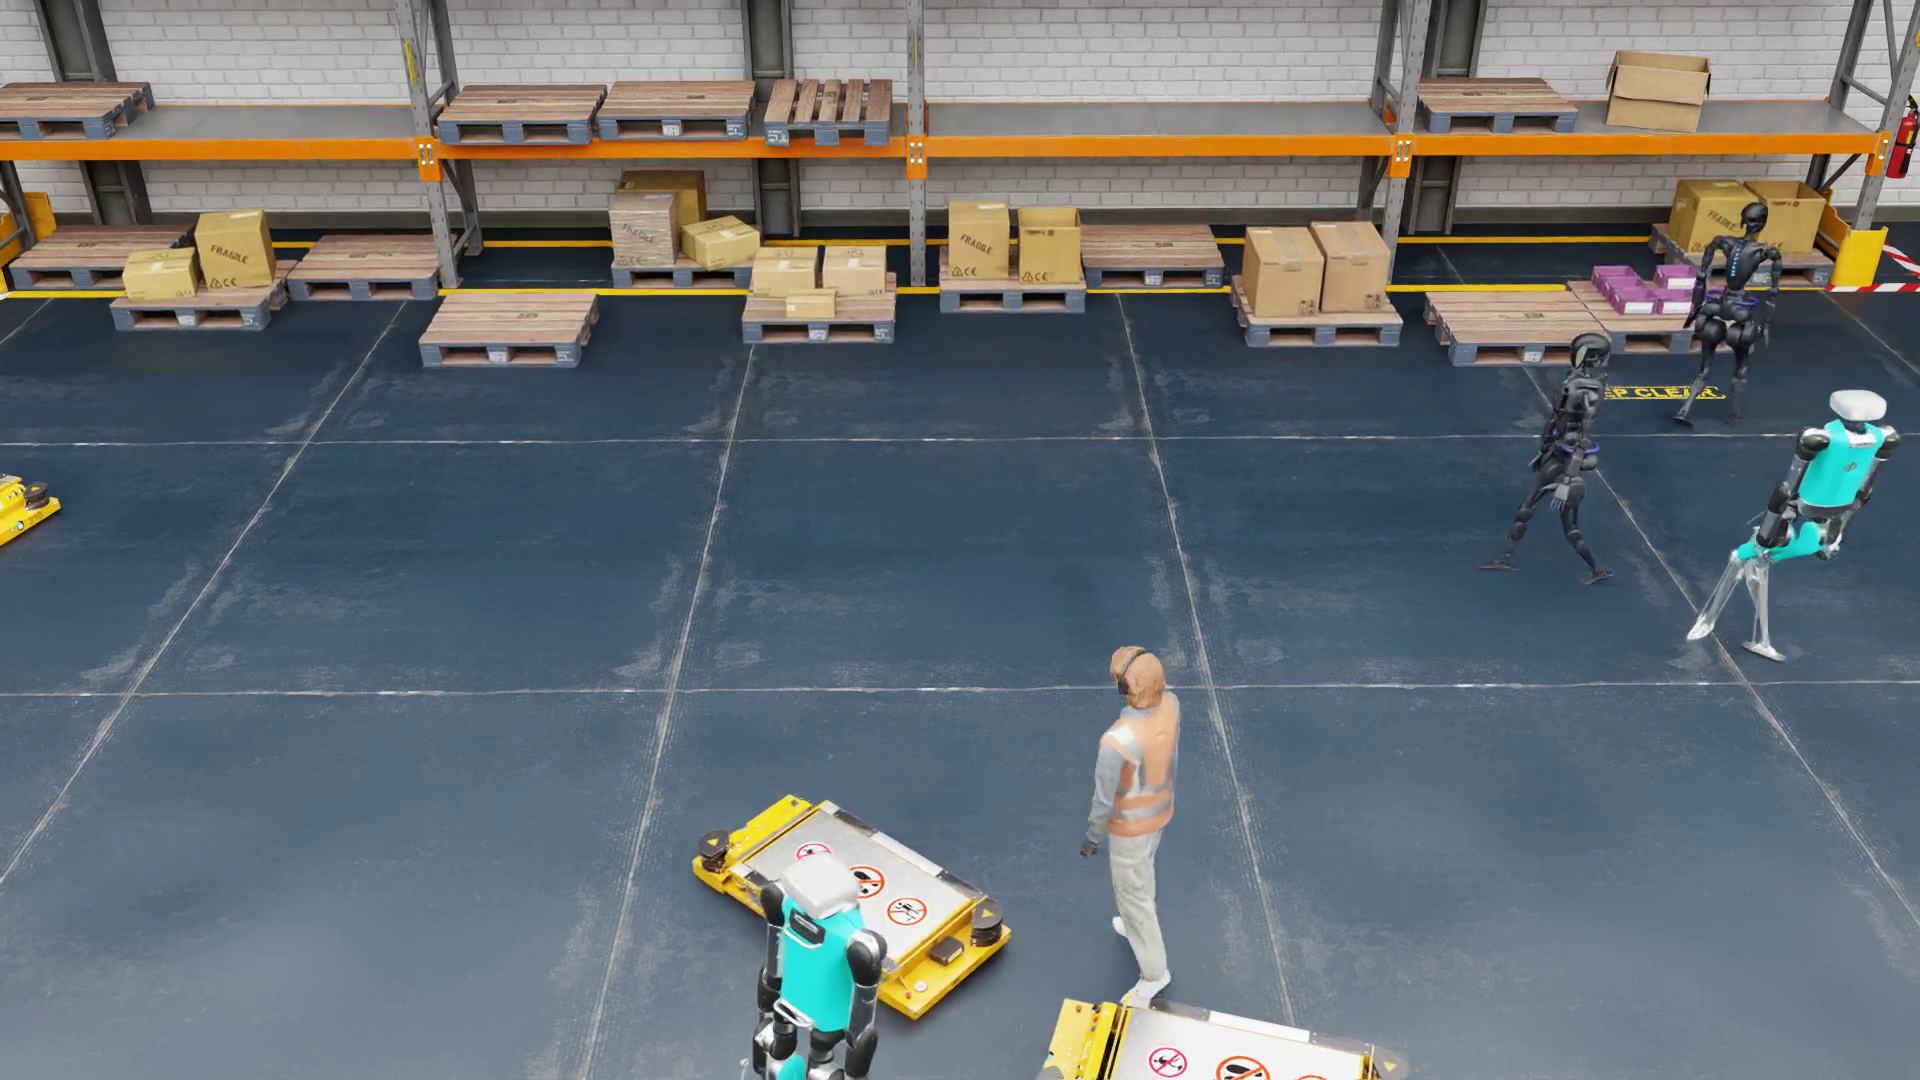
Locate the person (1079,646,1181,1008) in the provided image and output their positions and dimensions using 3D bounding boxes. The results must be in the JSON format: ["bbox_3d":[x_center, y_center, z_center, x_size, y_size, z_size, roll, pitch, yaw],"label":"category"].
[{"bbox_3d":[0.801,1.213,7.083,0.489,1.614,0.575,20,37,30],"label":"person"}]

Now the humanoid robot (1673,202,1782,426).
[{"bbox_3d":[5.399,-1.557,11.683,0.611,1.646,0.554,25,39,35],"label":"humanoid robot"}]

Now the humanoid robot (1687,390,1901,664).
[{"bbox_3d":[4.533,-0.139,9.205,0.592,1.767,0.882,-3,31,-6],"label":"humanoid robot"}]

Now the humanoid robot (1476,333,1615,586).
[{"bbox_3d":[3.604,-0.451,9.866,0.791,1.643,0.588,1,31,1],"label":"humanoid robot"}]

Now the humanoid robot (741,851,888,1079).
[{"bbox_3d":[-0.643,1.954,5.743,0.543,1.776,0.804,25,39,35],"label":"humanoid robot"}]

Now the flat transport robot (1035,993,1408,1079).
[{"bbox_3d":[1.048,2.227,6.703,1.431,0.231,0.659,8,32,14],"label":"flat transport robot"}]

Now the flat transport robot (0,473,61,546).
[{"bbox_3d":[-6.674,-0.233,10.798,1.431,0.231,0.659,10,32,16],"label":"flat transport robot"}]

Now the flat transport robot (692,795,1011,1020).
[{"bbox_3d":[-0.520,1.633,7.692,1.431,0.231,0.659,24,38,34],"label":"flat transport robot"}]
